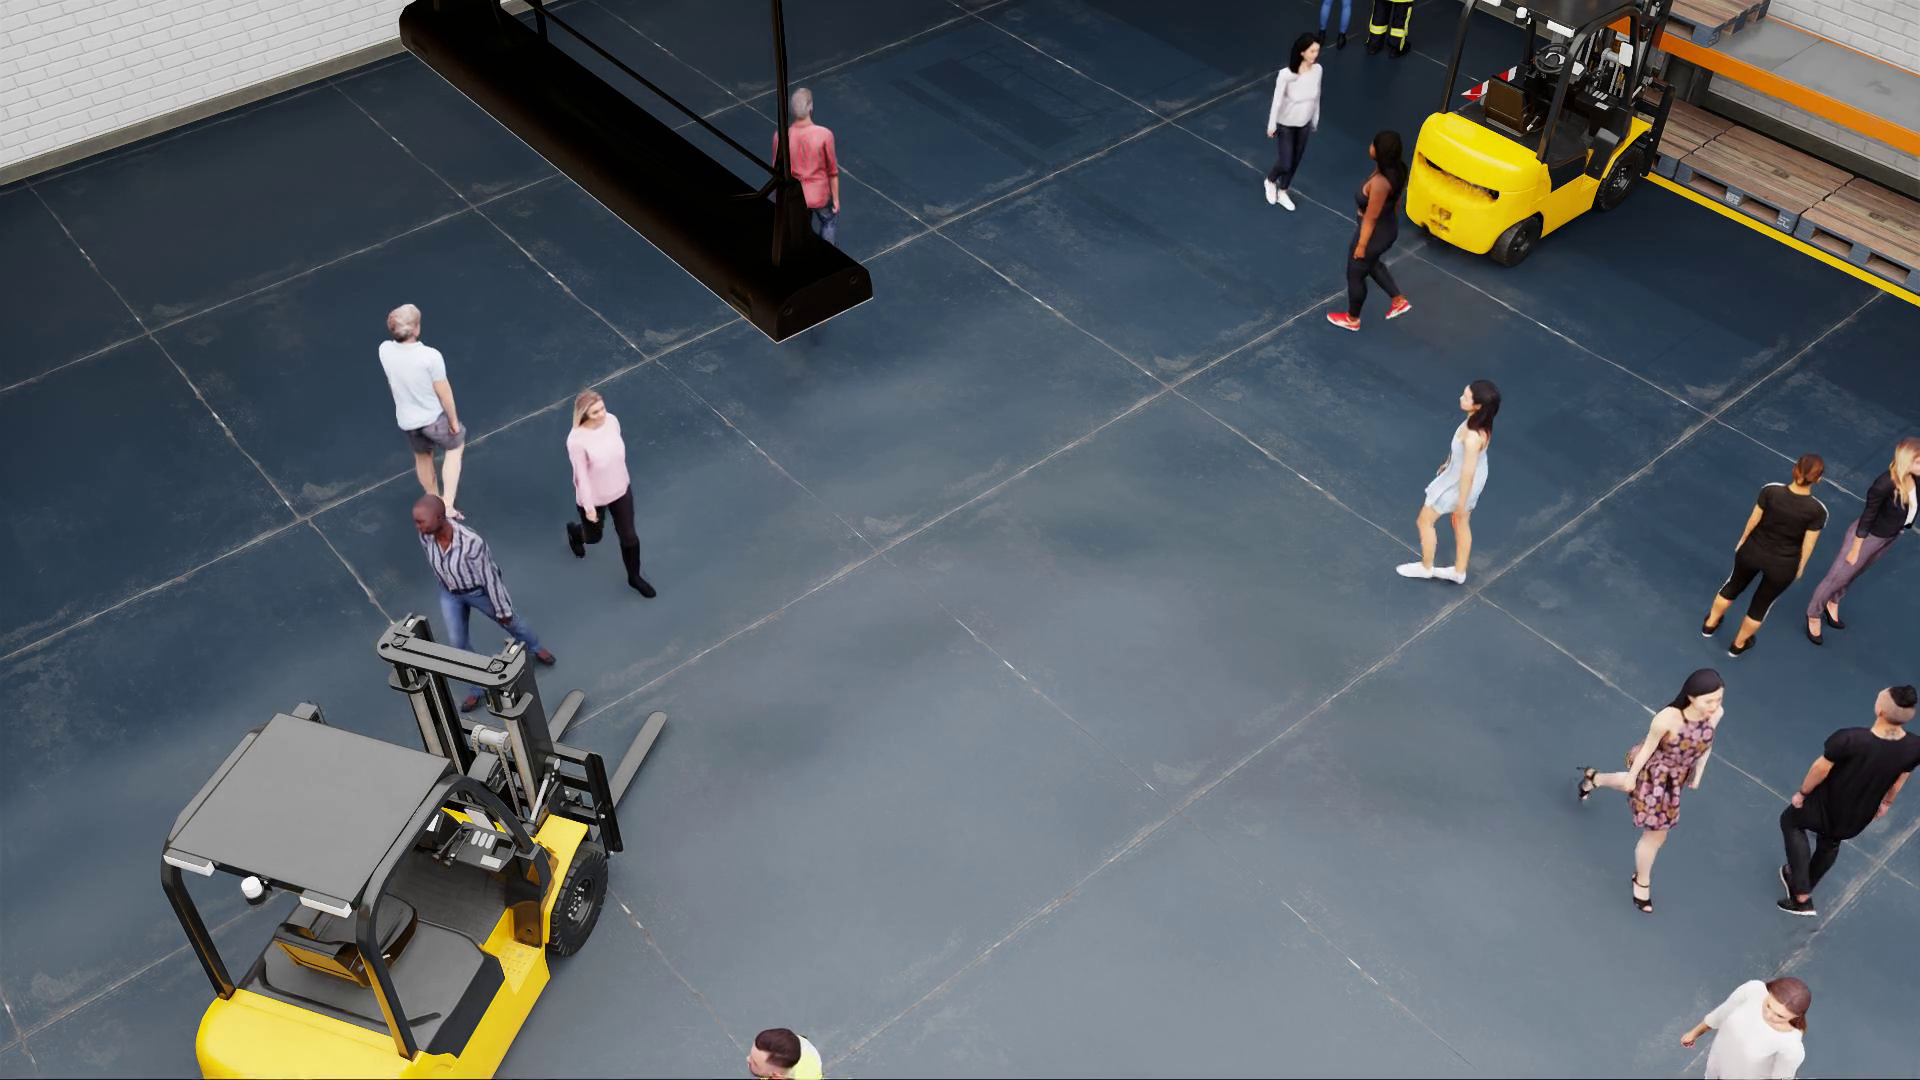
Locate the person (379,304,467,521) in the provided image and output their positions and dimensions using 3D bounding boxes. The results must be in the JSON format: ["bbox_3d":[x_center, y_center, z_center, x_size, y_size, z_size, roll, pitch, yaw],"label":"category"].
[{"bbox_3d":[-3.762,-0.794,11.572,0.853,1.815,0.915,6,44,6],"label":"person"}]

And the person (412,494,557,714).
[{"bbox_3d":[-3.009,0.325,10.442,0.986,1.753,1.015,6,44,6],"label":"person"}]

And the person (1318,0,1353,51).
[{"bbox_3d":[3.912,-5.832,16.995,0.643,1.630,0.736,10,44,10],"label":"person"}]

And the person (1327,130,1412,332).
[{"bbox_3d":[3.393,-2.413,13.281,0.967,1.802,0.825,23,48,23],"label":"person"}]

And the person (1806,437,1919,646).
[{"bbox_3d":[5.918,-0.008,10.851,0.626,1.672,0.573,-22,48,-22],"label":"person"}]

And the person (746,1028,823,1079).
[{"bbox_3d":[-0.696,2.846,7.758,1.153,1.805,1.217,-5,44,-6],"label":"person"}]

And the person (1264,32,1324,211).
[{"bbox_3d":[2.912,-3.738,14.752,0.703,1.691,0.694,-18,46,-18],"label":"person"}]

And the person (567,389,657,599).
[{"bbox_3d":[-2.465,-0.348,11.210,1.056,1.668,0.647,33,53,30],"label":"person"}]

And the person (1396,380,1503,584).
[{"bbox_3d":[3.467,-0.354,11.184,0.804,1.713,0.729,18,46,18],"label":"person"}]

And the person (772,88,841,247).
[{"bbox_3d":[-1.255,-2.801,13.678,0.852,1.815,0.908,3,44,3],"label":"person"}]

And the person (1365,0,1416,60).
[{"bbox_3d":[4.455,-5.793,16.814,0.726,1.821,0.883,23,48,23],"label":"person"}]

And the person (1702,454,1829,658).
[{"bbox_3d":[5.234,0.123,10.716,0.516,1.668,0.663,34,53,31],"label":"person"}]

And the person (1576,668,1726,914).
[{"bbox_3d":[3.924,1.281,9.448,0.914,1.740,1.238,-13,45,-13],"label":"person"}]

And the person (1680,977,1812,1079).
[{"bbox_3d":[3.885,2.583,8.129,0.829,1.674,0.729,-3,44,-4],"label":"person"}]

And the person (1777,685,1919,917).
[{"bbox_3d":[4.880,1.486,9.145,0.876,1.862,0.934,3,44,3],"label":"person"}]
